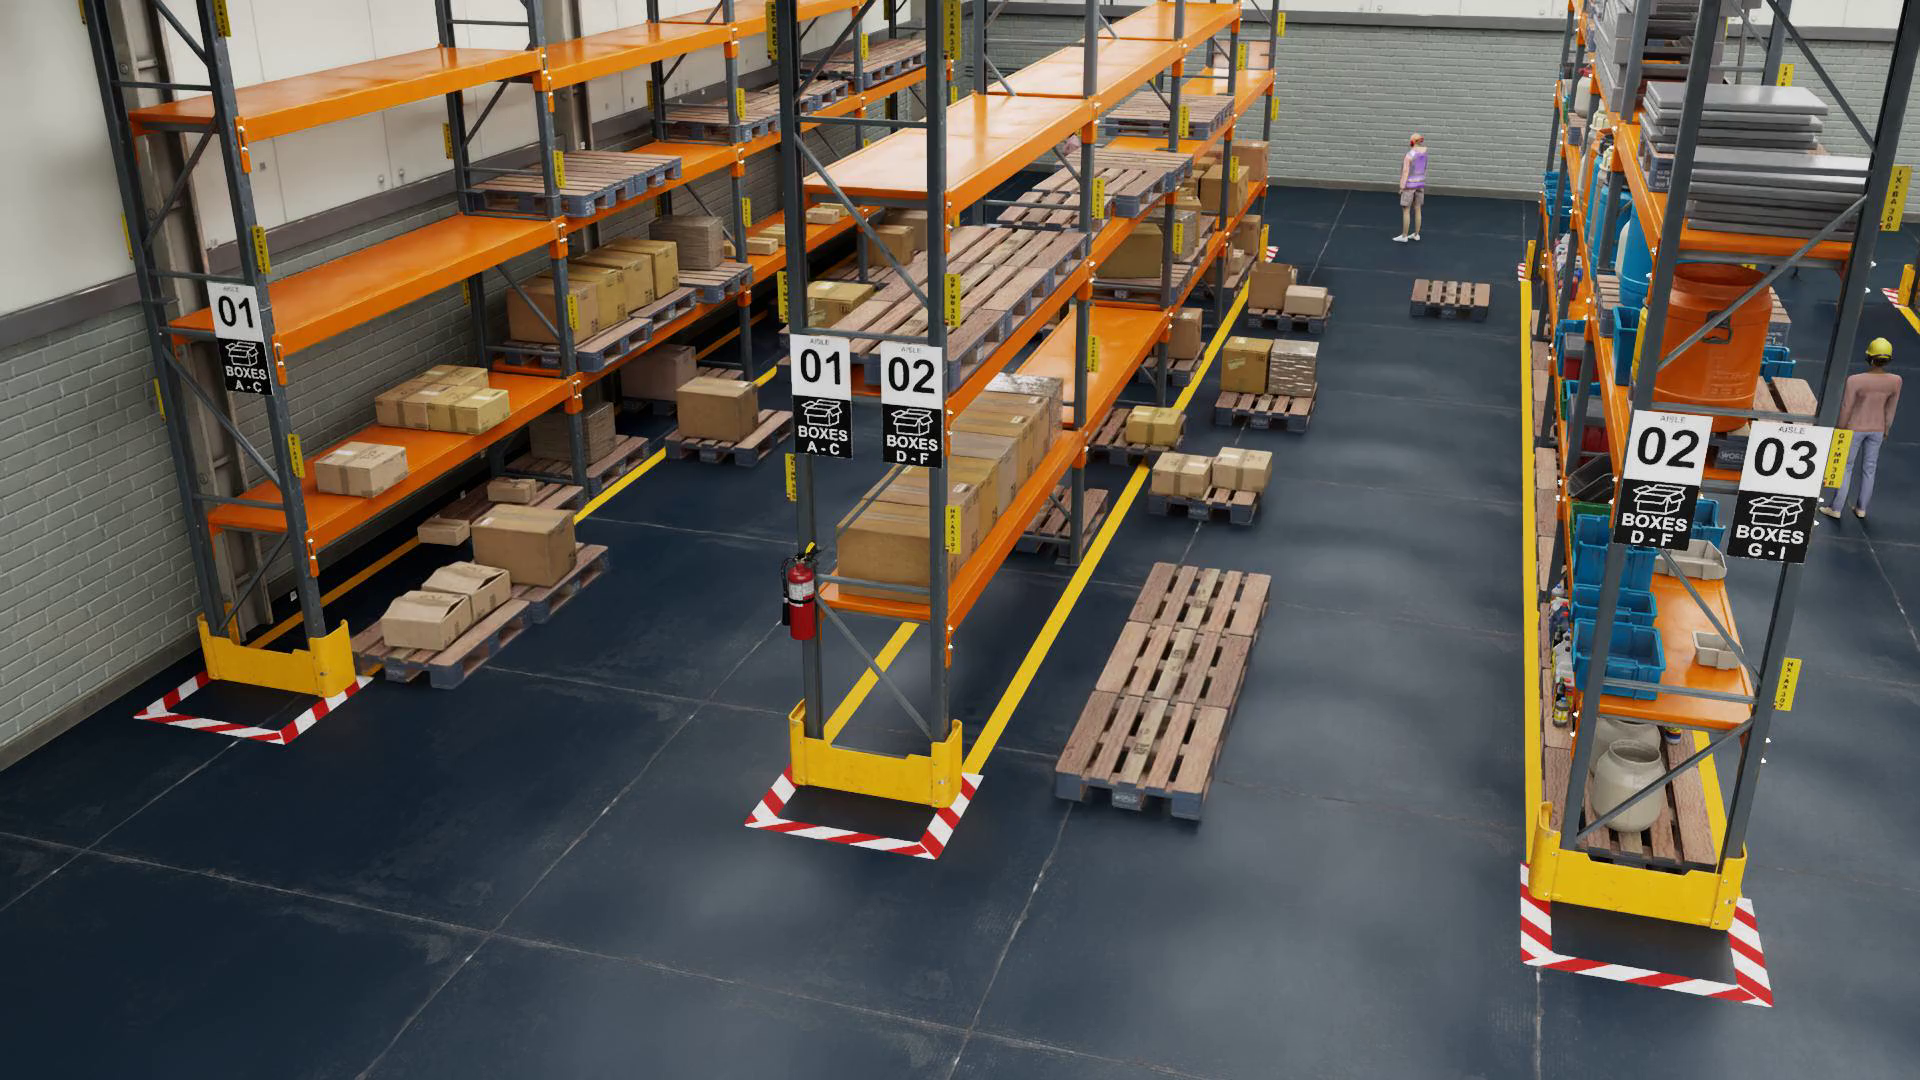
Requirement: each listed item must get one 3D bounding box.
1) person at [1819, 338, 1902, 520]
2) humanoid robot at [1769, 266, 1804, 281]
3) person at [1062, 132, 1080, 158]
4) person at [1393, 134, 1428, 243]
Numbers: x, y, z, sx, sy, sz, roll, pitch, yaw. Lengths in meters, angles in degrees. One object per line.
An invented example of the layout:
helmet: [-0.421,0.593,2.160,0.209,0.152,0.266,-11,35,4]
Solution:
person: [8.518,-1.044,15.704,0.532,1.768,0.308,0,23,-1]
humanoid robot: [12.121,-4.593,24.050,0.595,1.644,0.408,5,24,11]
person: [1.801,-5.937,27.021,0.337,1.794,0.505,1,23,1]
person: [7.142,-5.553,26.260,0.489,1.688,0.352,-14,27,-29]
